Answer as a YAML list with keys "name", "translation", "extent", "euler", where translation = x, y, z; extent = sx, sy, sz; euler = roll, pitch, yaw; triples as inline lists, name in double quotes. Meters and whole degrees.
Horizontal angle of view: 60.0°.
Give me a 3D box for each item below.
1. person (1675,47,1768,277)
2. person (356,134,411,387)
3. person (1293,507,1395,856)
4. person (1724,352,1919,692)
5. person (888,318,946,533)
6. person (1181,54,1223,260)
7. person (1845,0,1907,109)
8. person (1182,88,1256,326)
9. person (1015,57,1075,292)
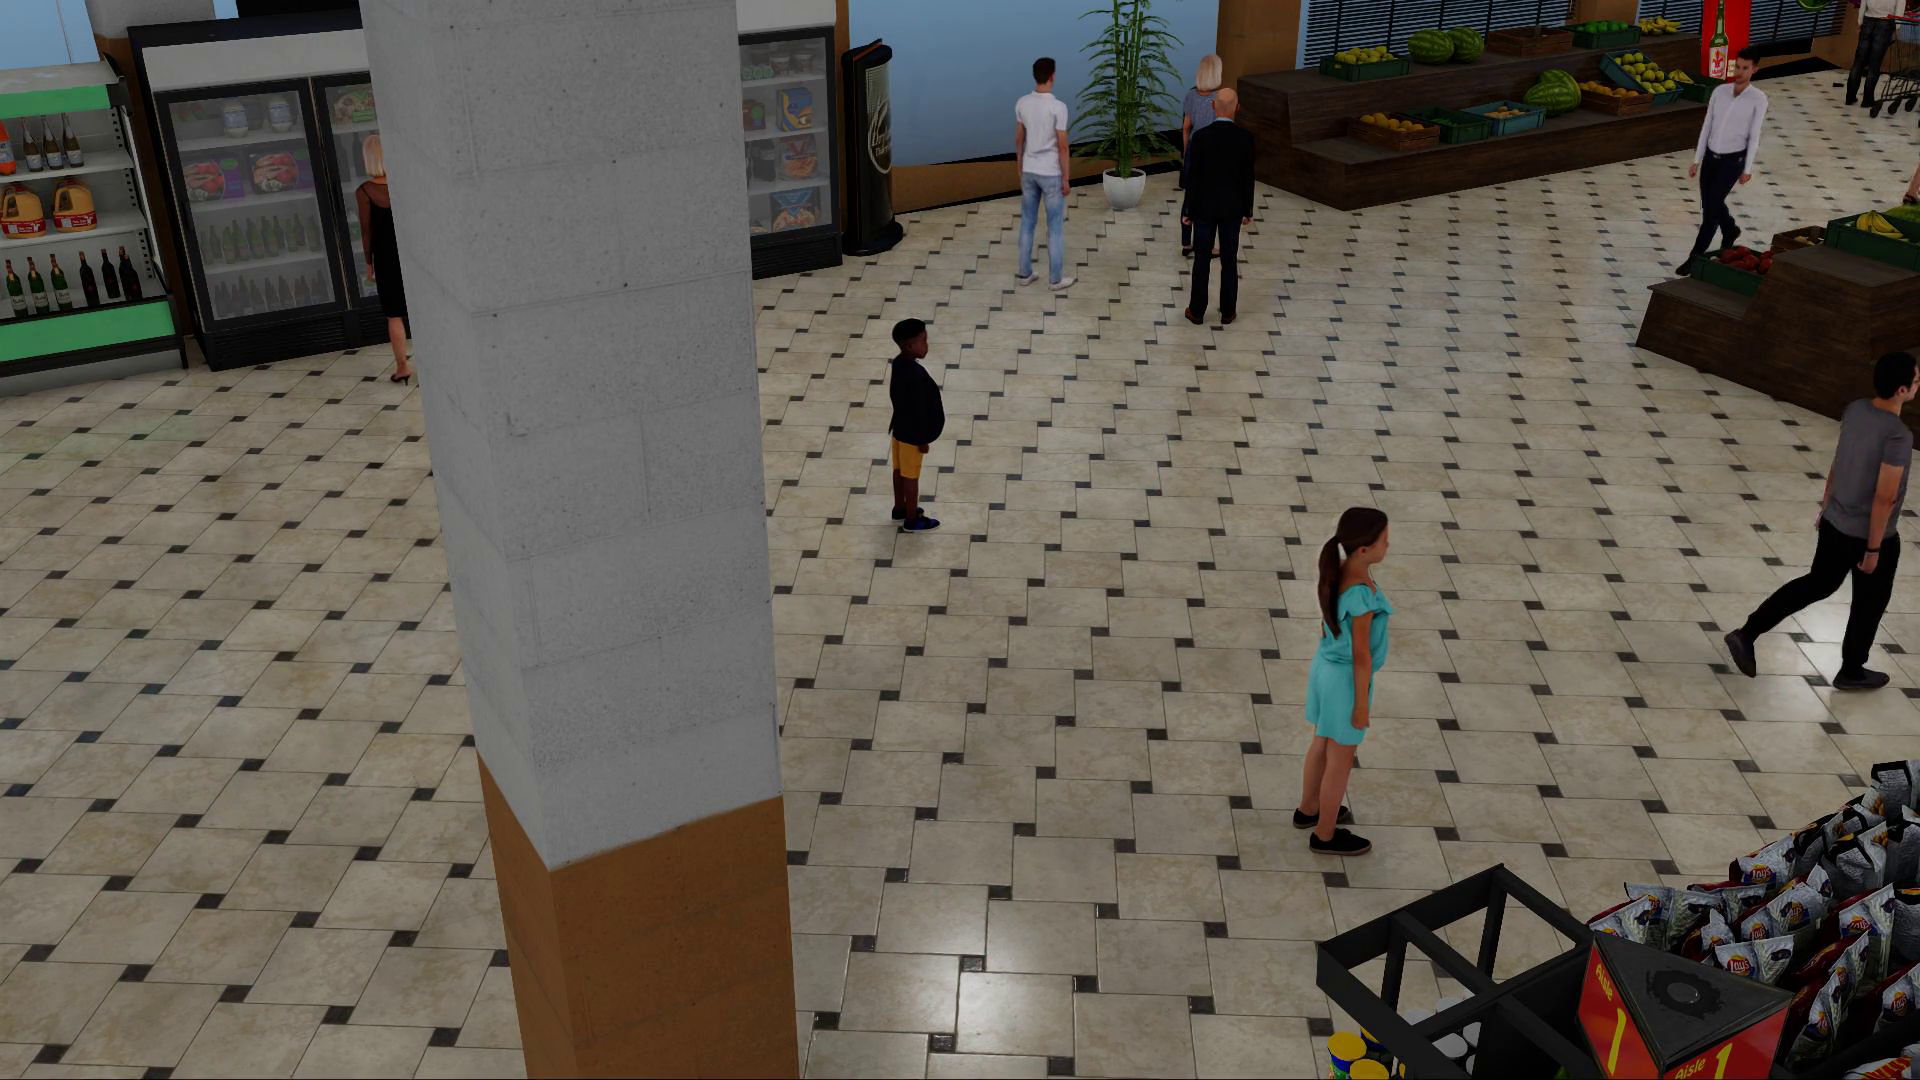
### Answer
- name: "person"
  translation: [6.429, -3.172, 13.889]
  extent: [1.228, 1.840, 0.681]
  euler: [-17, 32, -31]
- name: "person"
  translation: [-3.904, -1.940, 11.566]
  extent: [0.512, 1.743, 0.675]
  euler: [-21, 33, -35]
- name: "person"
  translation: [1.574, 0.568, 6.826]
  extent: [0.624, 1.558, 0.616]
  euler: [-4, 27, -8]
- name: "person"
  translation: [4.156, -0.050, 7.853]
  extent: [1.140, 1.731, 0.896]
  euler: [-3, 27, -6]
- name: "person"
  translation: [-0.297, -0.666, 9.580]
  extent: [0.538, 1.267, 0.525]
  euler: [-12, 29, -22]
- name: "person"
  translation: [2.091, -3.274, 14.221]
  extent: [0.663, 1.722, 0.654]
  euler: [17, 31, 29]
- name: "person"
  translation: [10.788, -6.032, 19.561]
  extent: [0.590, 1.811, 0.678]
  euler: [-19, 32, -32]
- name: "person"
  translation: [1.963, -2.530, 12.669]
  extent: [0.717, 1.799, 0.841]
  euler: [1, 27, 2]
- name: "person"
  translation: [0.649, -2.949, 13.439]
  extent: [0.735, 1.849, 0.707]
  euler: [19, 32, 32]
